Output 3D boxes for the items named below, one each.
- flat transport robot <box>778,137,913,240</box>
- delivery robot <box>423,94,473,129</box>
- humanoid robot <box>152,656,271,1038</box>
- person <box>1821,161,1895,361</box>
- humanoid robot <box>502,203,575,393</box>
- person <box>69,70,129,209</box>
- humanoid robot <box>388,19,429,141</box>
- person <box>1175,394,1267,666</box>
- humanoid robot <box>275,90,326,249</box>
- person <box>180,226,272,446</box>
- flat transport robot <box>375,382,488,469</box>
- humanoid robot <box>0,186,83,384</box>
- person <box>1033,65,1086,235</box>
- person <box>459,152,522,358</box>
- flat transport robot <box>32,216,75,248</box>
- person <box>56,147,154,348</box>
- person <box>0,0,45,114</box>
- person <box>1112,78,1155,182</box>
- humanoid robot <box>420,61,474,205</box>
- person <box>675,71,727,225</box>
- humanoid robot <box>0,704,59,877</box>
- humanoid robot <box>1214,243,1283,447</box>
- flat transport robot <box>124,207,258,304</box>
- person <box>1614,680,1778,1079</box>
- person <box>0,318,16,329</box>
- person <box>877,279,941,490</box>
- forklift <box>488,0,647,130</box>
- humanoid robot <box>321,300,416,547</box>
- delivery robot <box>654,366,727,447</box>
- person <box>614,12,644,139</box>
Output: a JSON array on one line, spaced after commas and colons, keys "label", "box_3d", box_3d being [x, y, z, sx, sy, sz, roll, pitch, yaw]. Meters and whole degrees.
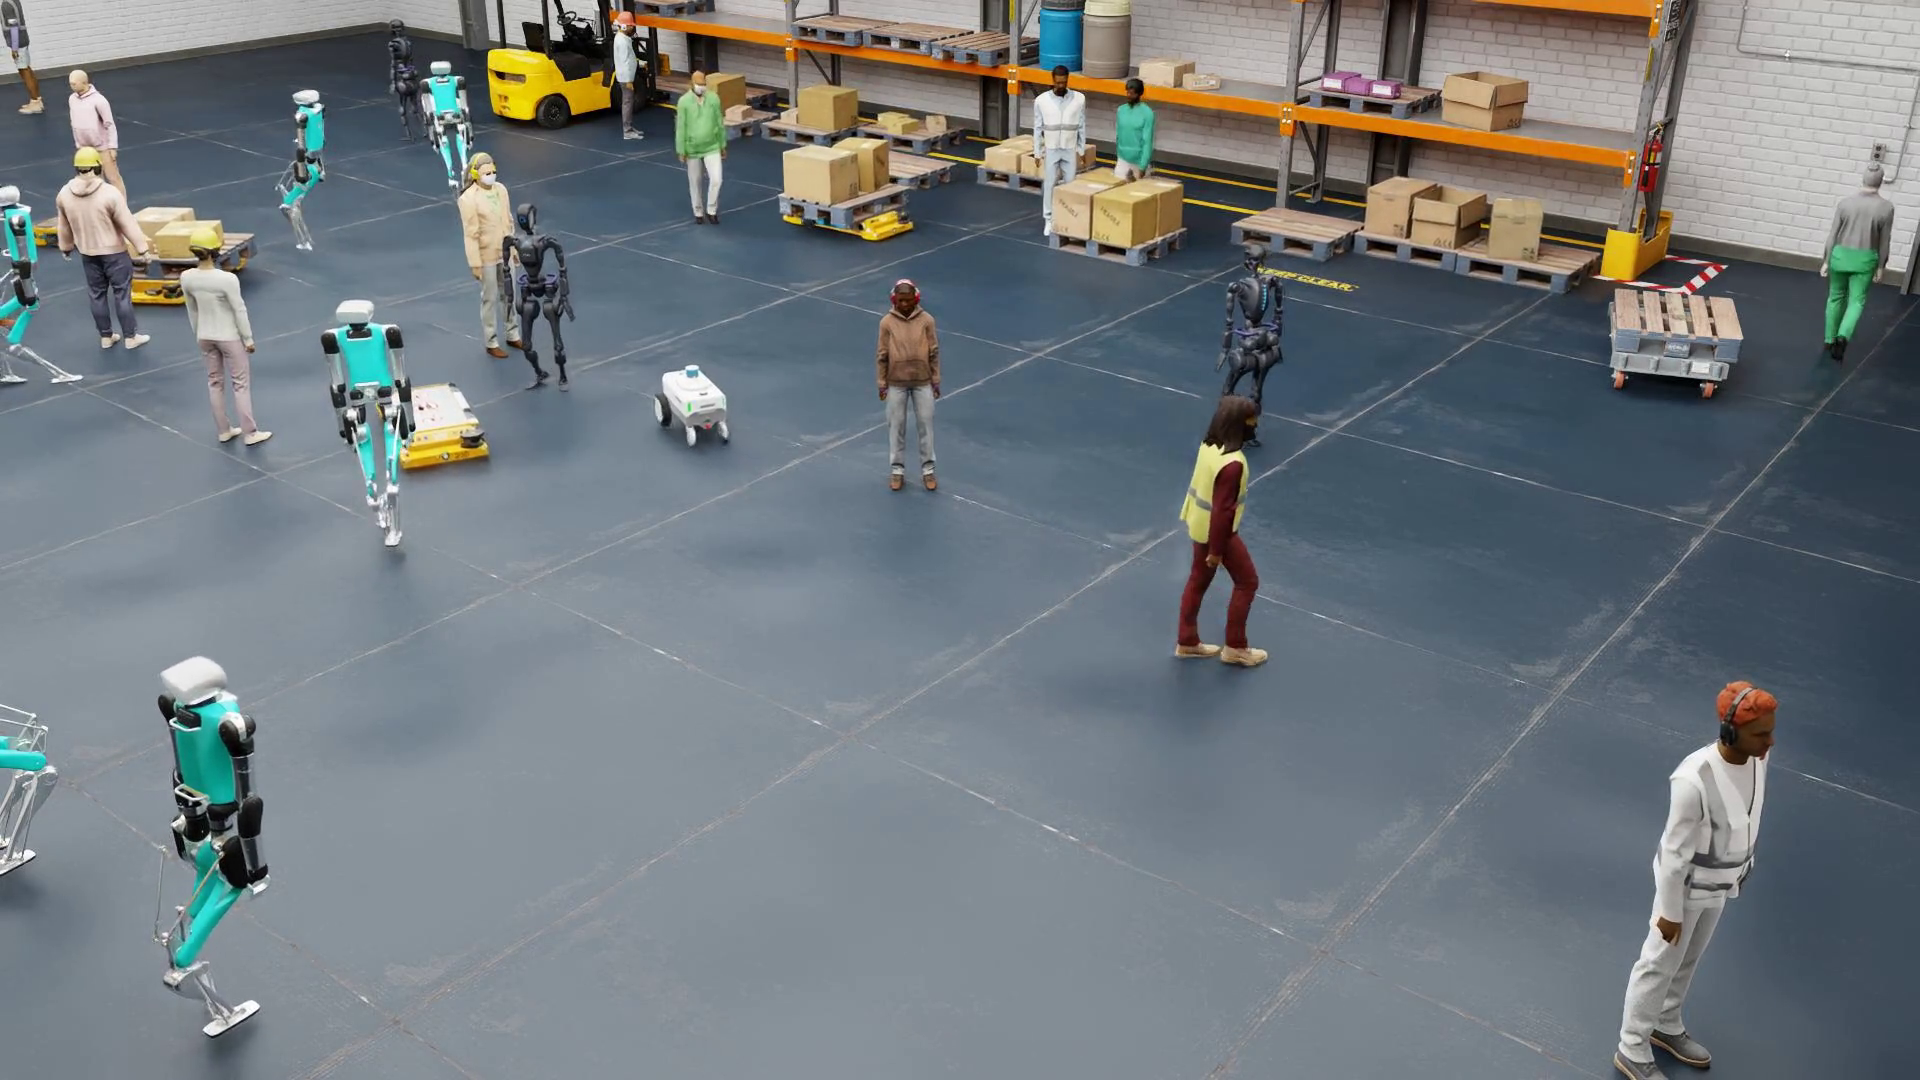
[{"label": "flat transport robot", "box_3d": [-1.314, -3.742, 19.320, 1.431, 0.231, 0.659, 18, 31, 33]}, {"label": "delivery robot", "box_3d": [-7.510, -6.289, 24.257, 0.499, 0.586, 0.773, -23, 34, -39]}, {"label": "humanoid robot", "box_3d": [-3.250, 1.444, 6.997, 0.536, 1.868, 0.739, 16, 30, 30]}, {"label": "person", "box_3d": [8.079, -2.523, 15.024, 0.530, 1.813, 0.782, 17, 31, 31]}, {"label": "humanoid robot", "box_3d": [-3.591, -2.068, 14.231, 0.601, 1.654, 0.339, 2, 26, 4]}, {"label": "person", "box_3d": [-9.947, -4.525, 19.202, 0.526, 1.779, 0.405, 6, 26, 12]}, {"label": "humanoid robot", "box_3d": [-7.743, -6.443, 23.324, 0.424, 1.653, 0.587, 5, 26, 10]}, {"label": "person", "box_3d": [1.641, -0.052, 9.989, 0.684, 1.747, 0.473, -4, 26, -9]}, {"label": "humanoid robot", "box_3d": [-7.290, -4.022, 18.260, 0.791, 1.806, 0.545, 2, 26, 4]}, {"label": "person", "box_3d": [-5.846, -1.610, 13.194, 0.526, 1.761, 0.333, 7, 27, 14]}, {"label": "flat transport robot", "box_3d": [-4.326, -0.957, 13.553, 0.659, 0.231, 1.431, -12, 28, -23]}, {"label": "humanoid robot", "box_3d": [-8.229, -2.125, 14.308, 0.889, 1.784, 0.553, -13, 29, -24]}, {"label": "person", "box_3d": [1.122, -4.409, 18.823, 0.601, 1.906, 0.414, -3, 26, -7]}, {"label": "person", "box_3d": [-4.256, -2.587, 15.096, 0.407, 1.868, 0.568, 15, 29, 28]}, {"label": "flat transport robot", "box_3d": [-9.760, -3.481, 18.780, 1.431, 0.231, 0.659, 4, 26, 8]}, {"label": "person", "box_3d": [-7.861, -2.656, 15.250, 0.814, 1.856, 0.437, 0, 26, 1]}, {"label": "person", "box_3d": [-14.172, -7.446, 24.956, 0.376, 2.041, 0.615, -8, 27, -15]}, {"label": "person", "box_3d": [1.940, -4.250, 18.617, 0.518, 1.804, 0.947, 15, 30, 29]}, {"label": "humanoid robot", "box_3d": [-5.997, -4.701, 19.691, 0.539, 1.783, 1.020, -10, 27, -19]}, {"label": "person", "box_3d": [-2.968, -4.491, 19.157, 0.615, 1.759, 0.565, -8, 27, -16]}, {"label": "humanoid robot", "box_3d": [-4.728, 0.830, 8.009, 0.735, 1.677, 0.533, -23, 34, -39]}, {"label": "humanoid robot", "box_3d": [2.317, -1.517, 13.091, 0.612, 1.642, 0.375, -13, 29, -25]}, {"label": "flat transport robot", "box_3d": [-8.058, -2.742, 17.248, 0.659, 0.231, 1.431, 2, 26, 4]}, {"label": "person", "box_3d": [3.022, 1.413, 6.790, 0.572, 1.883, 0.359, -19, 31, -34]}, {"label": "person", "box_3d": [-9.607, -2.909, 15.740, 0.935, 1.893, 0.643, -3, 26, -5]}, {"label": "person", "box_3d": [-0.381, -1.164, 12.397, 0.478, 1.642, 0.325, -2, 26, -4]}, {"label": "forklift", "box_3d": [-5.874, -7.334, 24.552, 1.214, 2.155, 2.313, 19, 32, 34]}, {"label": "humanoid robot", "box_3d": [-4.011, -0.723, 11.375, 0.541, 1.754, 0.923, -5, 26, -9]}, {"label": "delivery robot", "box_3d": [-2.181, -1.131, 13.603, 0.499, 0.611, 0.792, -12, 28, -24]}, {"label": "person", "box_3d": [-4.670, -6.541, 23.426, 0.351, 1.739, 0.572, -6, 26, -12]}]
